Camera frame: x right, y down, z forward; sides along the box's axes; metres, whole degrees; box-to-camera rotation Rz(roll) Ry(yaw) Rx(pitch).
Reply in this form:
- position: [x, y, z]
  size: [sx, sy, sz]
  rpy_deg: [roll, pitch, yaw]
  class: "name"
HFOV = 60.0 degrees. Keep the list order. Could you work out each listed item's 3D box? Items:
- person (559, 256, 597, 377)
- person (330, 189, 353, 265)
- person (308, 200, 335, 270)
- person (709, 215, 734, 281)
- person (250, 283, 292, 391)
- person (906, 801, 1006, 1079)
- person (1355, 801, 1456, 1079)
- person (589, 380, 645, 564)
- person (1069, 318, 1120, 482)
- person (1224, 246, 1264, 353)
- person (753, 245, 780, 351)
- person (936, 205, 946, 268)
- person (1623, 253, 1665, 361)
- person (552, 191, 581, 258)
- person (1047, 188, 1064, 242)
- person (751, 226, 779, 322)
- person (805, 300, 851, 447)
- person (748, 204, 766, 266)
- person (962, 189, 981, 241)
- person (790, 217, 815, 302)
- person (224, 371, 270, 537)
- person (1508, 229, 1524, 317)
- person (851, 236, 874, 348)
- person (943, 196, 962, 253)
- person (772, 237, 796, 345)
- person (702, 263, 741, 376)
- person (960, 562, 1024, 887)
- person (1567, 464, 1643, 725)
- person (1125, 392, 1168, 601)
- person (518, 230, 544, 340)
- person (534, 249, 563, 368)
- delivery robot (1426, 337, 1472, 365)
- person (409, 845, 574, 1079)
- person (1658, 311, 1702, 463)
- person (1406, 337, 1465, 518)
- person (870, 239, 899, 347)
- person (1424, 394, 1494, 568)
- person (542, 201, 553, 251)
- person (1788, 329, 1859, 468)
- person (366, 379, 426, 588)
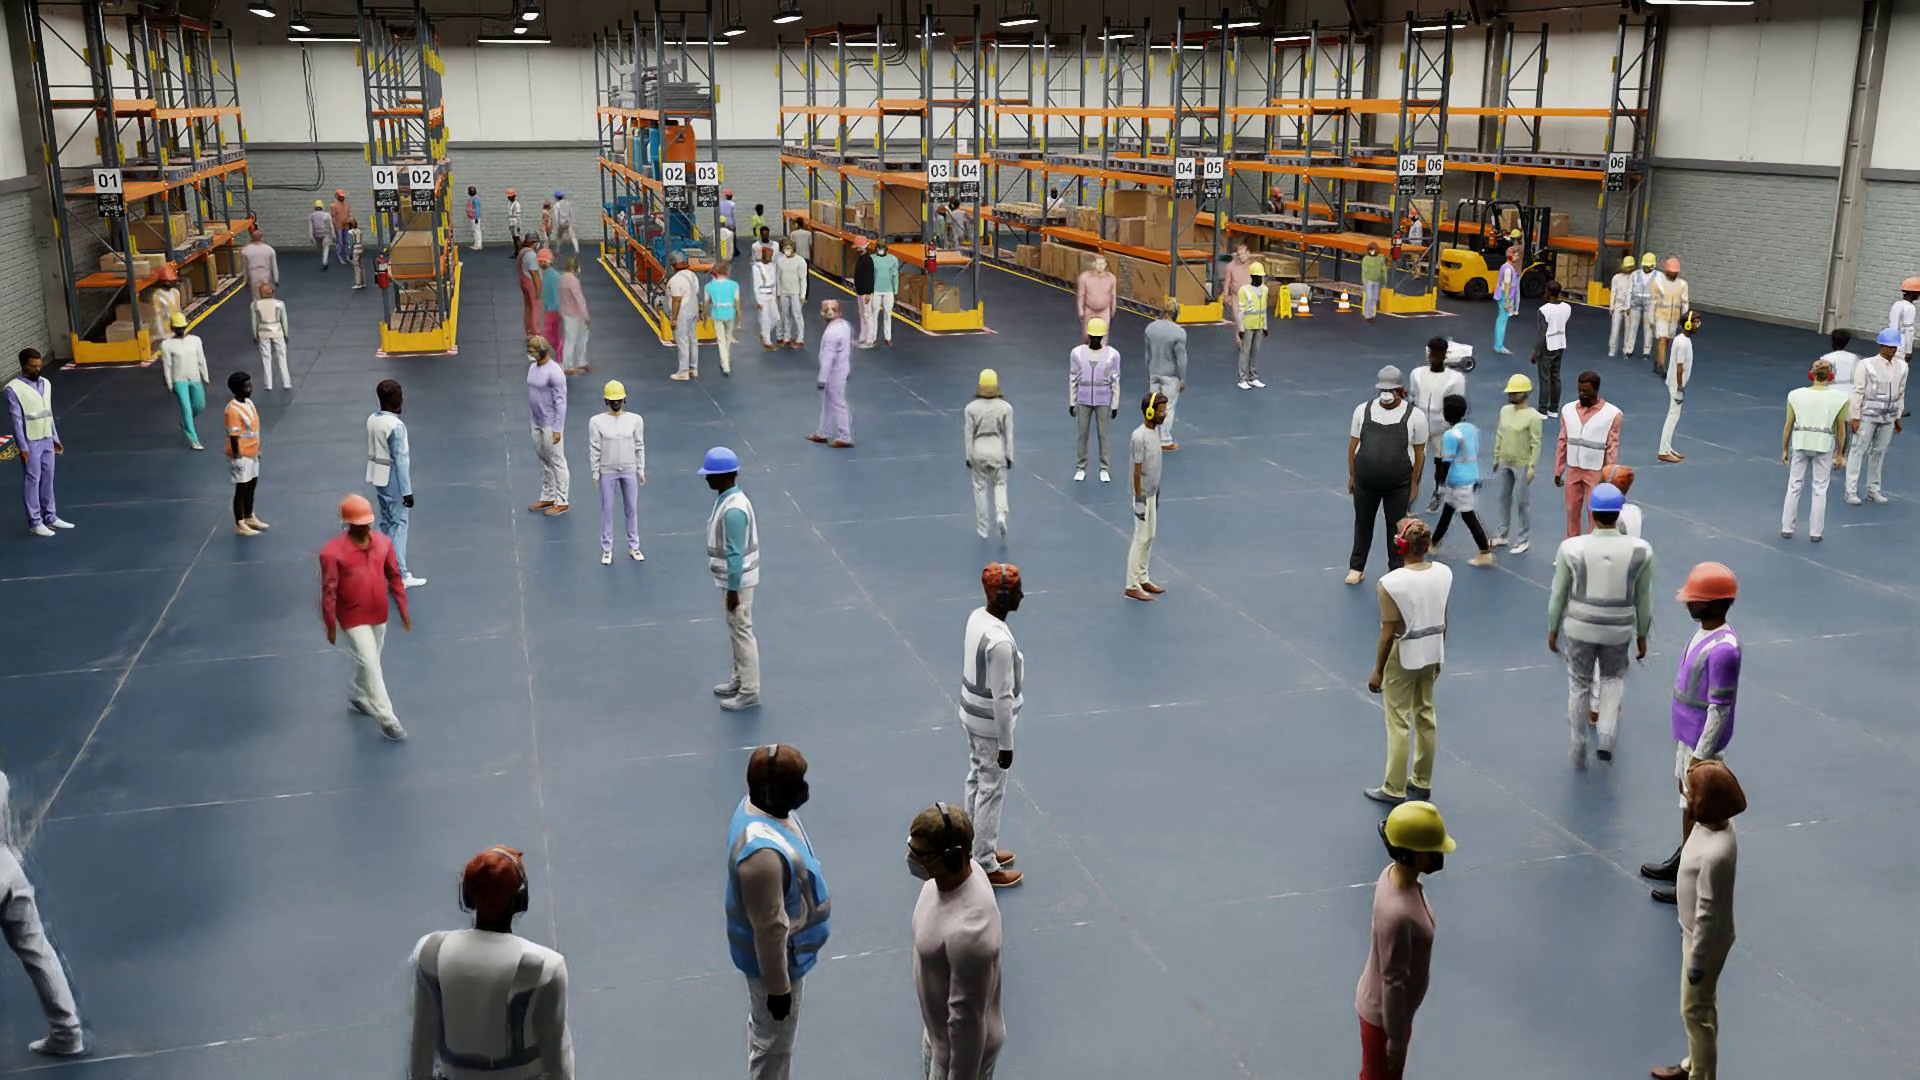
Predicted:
- position: [-6.103, -3.579, 26.647]
  size: [0.748, 1.910, 0.659]
  rpy_deg: [-7, 16, -23]
  class: "person"
- position: [-16.587, -8.407, 44.657]
  size: [0.378, 1.996, 0.609]
  rpy_deg: [7, 17, 26]
  class: "person"
- position: [-16.583, -7.912, 43.187]
  size: [0.588, 1.796, 0.868]
  rpy_deg: [-3, 15, -10]
  class: "person"
- position: [-5.441, -6.448, 37.730]
  size: [0.599, 1.785, 0.811]
  rpy_deg: [2, 15, 8]
  class: "person"
- position: [-10.508, -3.099, 25.373]
  size: [0.520, 1.636, 0.312]
  rpy_deg: [-5, 16, -18]
  class: "person"
- position: [-0.021, 1.863, 6.143]
  size: [0.375, 1.933, 0.625]
  rpy_deg: [-2, 15, -7]
  class: "person"
- position: [1.718, 1.844, 6.523]
  size: [0.328, 1.769, 0.526]
  rpy_deg: [4, 16, 16]
  class: "person"
- position: [-3.267, -0.651, 15.912]
  size: [0.525, 1.769, 0.309]
  rpy_deg: [-6, 16, -21]
  class: "person"
- position: [1.552, -1.616, 19.254]
  size: [0.586, 1.919, 0.401]
  rpy_deg: [3, 15, 12]
  class: "person"
- position: [5.010, -4.233, 29.243]
  size: [0.715, 1.849, 0.987]
  rpy_deg: [0, 15, 0]
  class: "person"
- position: [-3.409, -4.254, 29.286]
  size: [0.456, 1.862, 0.624]
  rpy_deg: [10, 18, 34]
  class: "person"
- position: [-0.493, -8.015, 43.878]
  size: [0.265, 1.632, 0.506]
  rpy_deg: [-3, 15, -12]
  class: "person"
- position: [11.632, -3.971, 28.298]
  size: [0.586, 1.823, 0.403]
  rpy_deg: [9, 17, 31]
  class: "person"
- position: [-11.041, -8.826, 46.564]
  size: [1.175, 1.846, 0.628]
  rpy_deg: [14, 20, 42]
  class: "person"
- position: [2.713, -9.276, 48.224]
  size: [0.621, 1.845, 0.429]
  rpy_deg: [0, 15, 0]
  class: "person"
- position: [-3.857, -5.291, 33.112]
  size: [0.590, 1.907, 0.369]
  rpy_deg: [-5, 16, -18]
  class: "person"
- position: [-1.723, -2.108, 21.153]
  size: [0.738, 1.884, 0.678]
  rpy_deg: [2, 15, 8]
  class: "person"
- position: [-5.270, -7.954, 43.536]
  size: [0.416, 1.684, 0.555]
  rpy_deg: [7, 16, 25]
  class: "person"
- position: [0.365, -9.608, 49.321]
  size: [0.514, 1.922, 0.623]
  rpy_deg: [1, 15, 4]
  class: "person"
- position: [-3.482, -6.179, 36.614]
  size: [0.597, 1.811, 0.926]
  rpy_deg: [-4, 15, -14]
  class: "person"
- position: [-7.275, -0.878, 16.917]
  size: [0.321, 1.688, 0.534]
  rpy_deg: [-1, 15, -2]
  class: "person"
- position: [11.289, -5.447, 33.962]
  size: [0.528, 1.768, 0.313]
  rpy_deg: [-13, 20, -40]
  class: "person"
- position: [-1.730, -4.434, 29.730]
  size: [0.393, 1.985, 0.611]
  rpy_deg: [-6, 16, -21]
  class: "person"
- position: [-0.205, -8.203, 44.189]
  size: [0.624, 1.844, 0.429]
  rpy_deg: [-8, 17, -28]
  class: "person"
- position: [-3.187, -4.510, 30.115]
  size: [0.371, 1.934, 0.627]
  rpy_deg: [3, 15, 11]
  class: "person"
- position: [-3.850, -3.563, 26.843]
  size: [0.579, 1.782, 1.014]
  rpy_deg: [-6, 16, -22]
  class: "person"
- position: [0.182, 1.037, 9.361]
  size: [0.349, 1.878, 0.567]
  rpy_deg: [-4, 15, -14]
  class: "person"
- position: [4.589, 0.392, 11.763]
  size: [0.337, 1.882, 0.584]
  rpy_deg: [12, 19, 39]
  class: "person"
- position: [1.664, -0.389, 14.760]
  size: [0.327, 1.858, 0.519]
  rpy_deg: [7, 16, 25]
  class: "person"
- position: [-7.779, -4.659, 30.467]
  size: [0.536, 2.000, 0.677]
  rpy_deg: [-10, 18, -33]
  class: "person"
- position: [-6.682, -3.762, 27.206]
  size: [0.457, 1.980, 0.616]
  rpy_deg: [-6, 16, -22]
  class: "person"
- position: [7.978, -3.065, 27.139]
  size: [0.707, 0.478, 0.477]
  rpy_deg: [-4, 15, -14]
  class: "delivery robot"
- position: [-1.648, 1.999, 5.759]
  size: [0.607, 1.862, 0.642]
  rpy_deg: [3, 15, 10]
  class: "person"
- position: [8.812, -1.877, 20.359]
  size: [0.327, 1.861, 0.500]
  rpy_deg: [6, 16, 20]
  class: "person"
- position: [4.951, -1.165, 17.534]
  size: [0.618, 1.916, 0.996]
  rpy_deg: [10, 18, 32]
  class: "person"
- position: [-1.399, -4.433, 29.829]
  size: [0.630, 1.931, 0.366]
  rpy_deg: [-3, 15, -12]
  class: "person"
- position: [4.752, -0.564, 15.826]
  size: [0.874, 1.640, 0.543]
  rpy_deg: [11, 18, 35]
  class: "person"
- position: [-11.298, -8.460, 45.562]
  size: [0.317, 1.633, 0.516]
  rpy_deg: [-2, 15, -7]
  class: "person"
- position: [10.553, -1.749, 20.237]
  size: [0.549, 1.655, 0.807]
  rpy_deg: [-2, 15, -9]
  class: "person"
- position: [-5.166, -0.504, 15.096]
  size: [0.391, 1.911, 0.582]
  rpy_deg: [-12, 19, -38]
  class: "person"
